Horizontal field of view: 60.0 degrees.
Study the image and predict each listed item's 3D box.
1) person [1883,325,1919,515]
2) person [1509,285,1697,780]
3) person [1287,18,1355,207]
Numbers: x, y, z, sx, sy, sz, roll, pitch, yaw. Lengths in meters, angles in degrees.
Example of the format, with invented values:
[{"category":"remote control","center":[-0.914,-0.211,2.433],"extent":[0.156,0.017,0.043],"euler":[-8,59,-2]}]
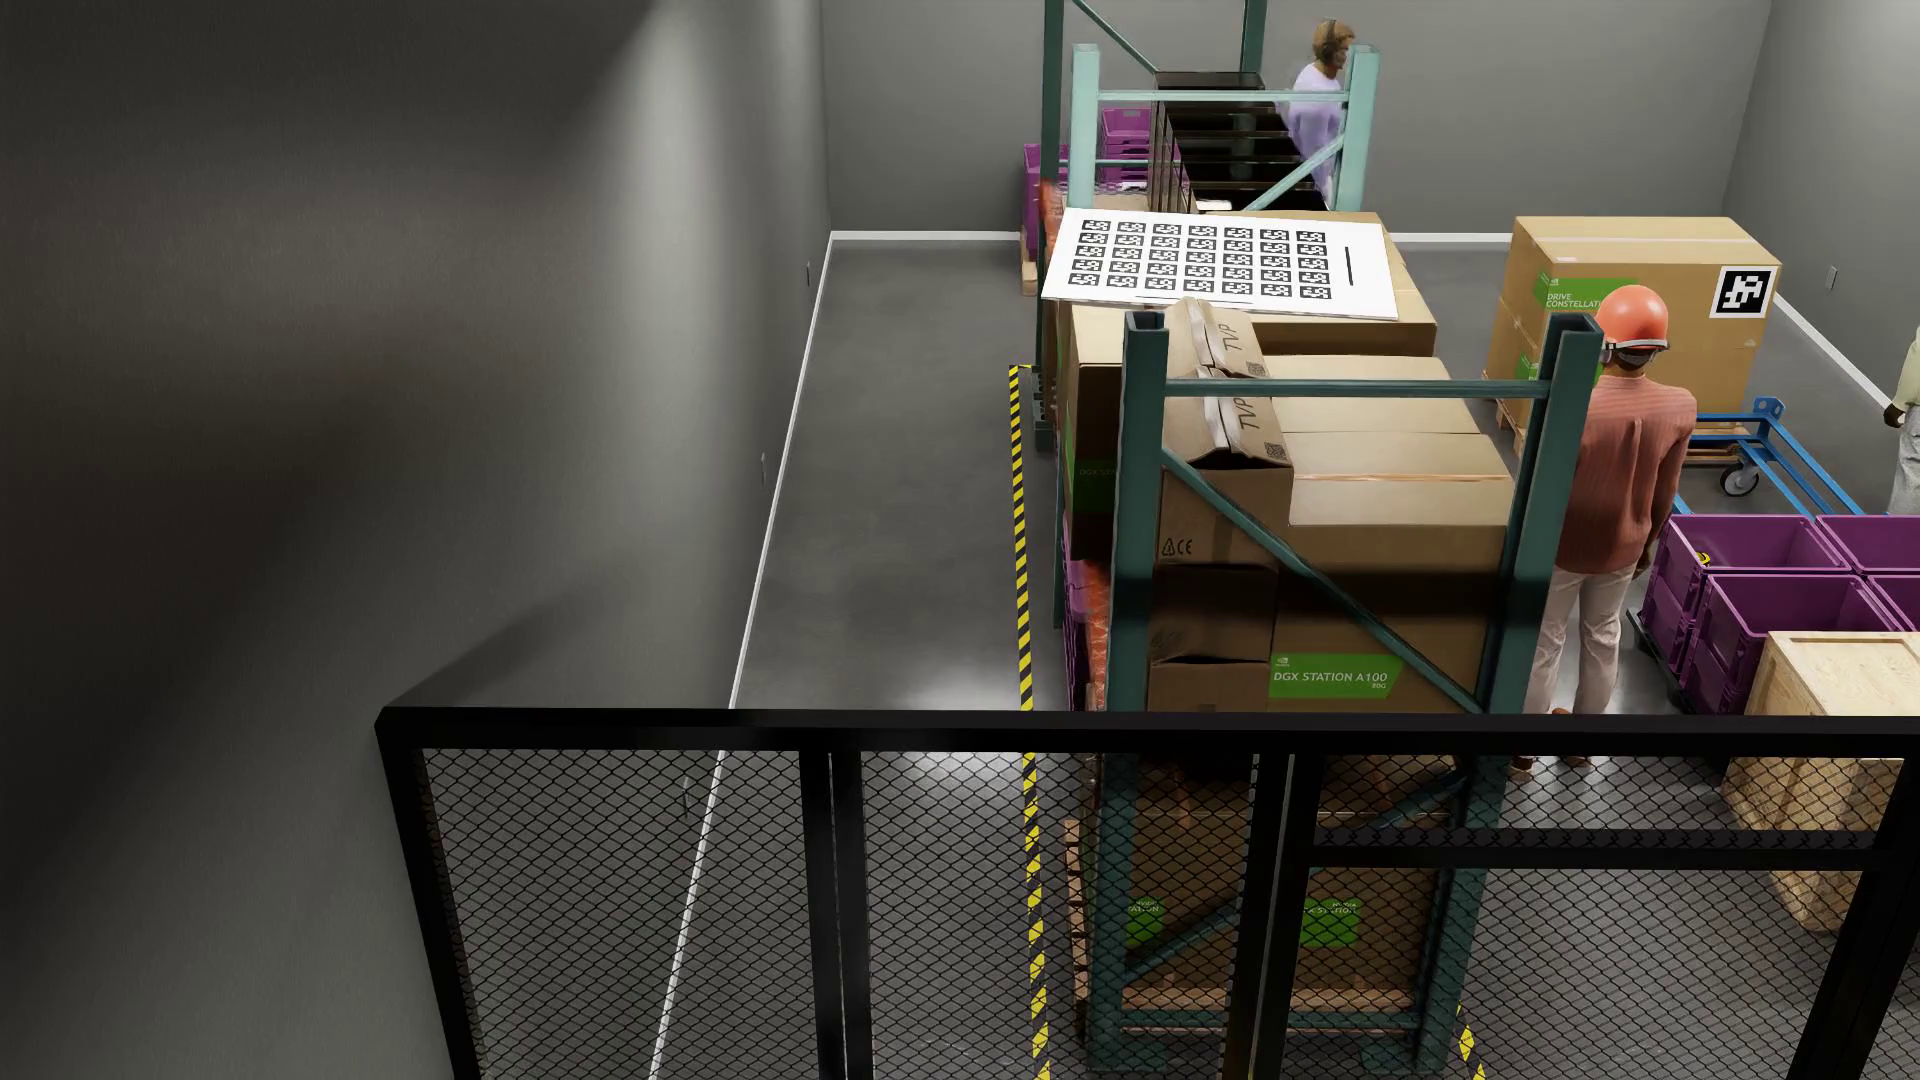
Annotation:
[{"category":"person","center":[4.449,-0.653,7.396],"extent":[0.601,1.835,0.404],"euler":[2,31,3]},{"category":"person","center":[2.311,0.005,6.152],"extent":[0.622,1.994,0.381],"euler":[-7,32,-12]},{"category":"person","center":[2.106,-2.027,9.602],"extent":[0.839,1.911,0.652],"euler":[7,32,12]}]
